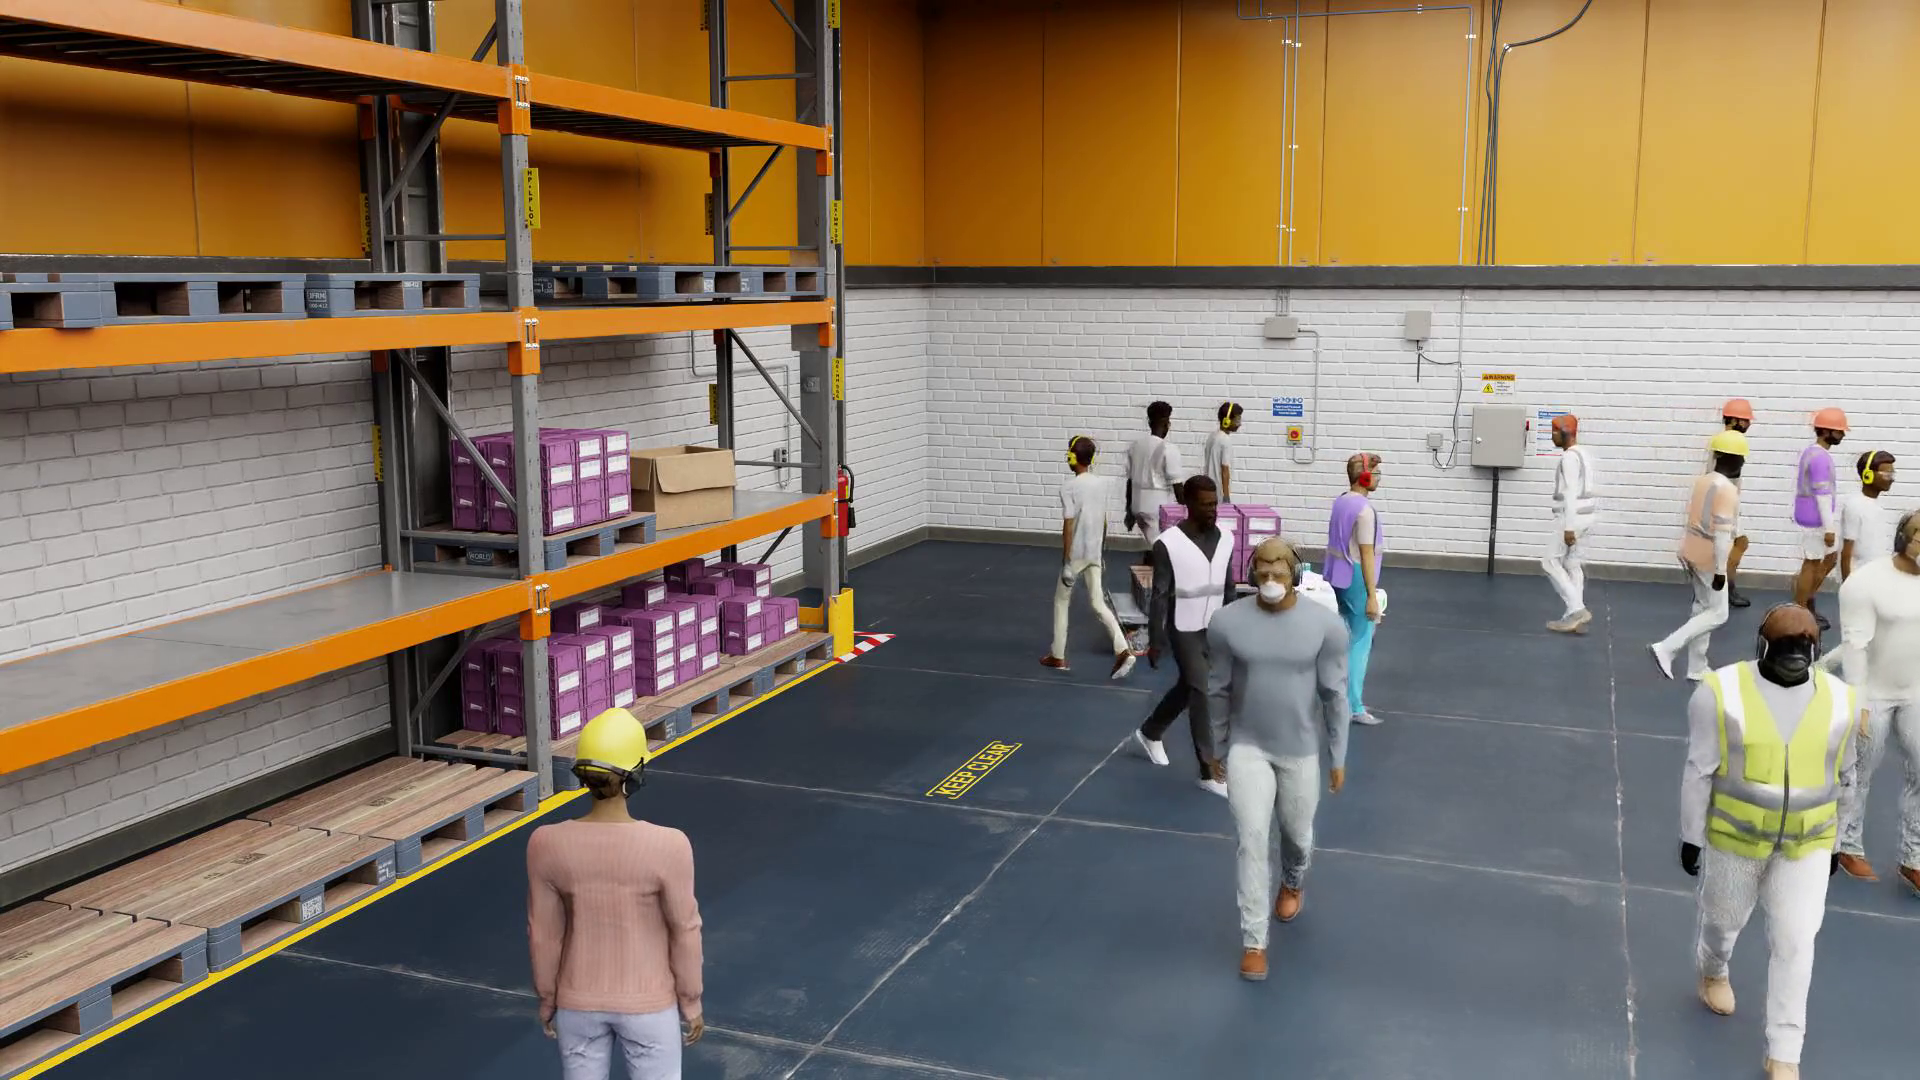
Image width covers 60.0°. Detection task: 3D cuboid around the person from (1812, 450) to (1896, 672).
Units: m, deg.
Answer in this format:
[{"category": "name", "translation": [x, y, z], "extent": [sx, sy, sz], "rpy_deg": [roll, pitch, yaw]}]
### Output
[{"category": "person", "translation": [6.132, 0.306, 11.360], "extent": [0.539, 1.860, 0.505], "rpy_deg": [-8, 12, -40]}]

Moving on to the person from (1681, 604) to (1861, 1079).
[{"category": "person", "translation": [3.114, 1.117, 6.450], "extent": [0.628, 1.814, 0.904], "rpy_deg": [2, 9, 15]}]

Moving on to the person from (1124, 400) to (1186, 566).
[{"category": "person", "translation": [1.772, -0.255, 14.635], "extent": [0.697, 1.928, 0.639], "rpy_deg": [-4, 10, -26]}]

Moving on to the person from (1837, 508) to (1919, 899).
[{"category": "person", "translation": [4.593, 0.797, 8.106], "extent": [0.640, 1.908, 0.764], "rpy_deg": [0, 9, 2]}]

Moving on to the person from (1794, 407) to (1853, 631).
[{"category": "person", "translation": [7.346, -0.169, 14.142], "extent": [0.457, 1.922, 0.585], "rpy_deg": [4, 10, 22]}]

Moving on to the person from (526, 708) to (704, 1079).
[{"category": "person", "translation": [-1.015, 1.372, 4.961], "extent": [0.523, 1.769, 0.322], "rpy_deg": [1, 9, 7]}]

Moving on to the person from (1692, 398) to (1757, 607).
[{"category": "person", "translation": [7.056, -0.332, 15.173], "extent": [0.647, 1.915, 0.558], "rpy_deg": [4, 10, 25]}]

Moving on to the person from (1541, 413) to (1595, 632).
[{"category": "person", "translation": [5.176, -0.139, 14.143], "extent": [0.413, 1.862, 0.614], "rpy_deg": [6, 11, 34]}]

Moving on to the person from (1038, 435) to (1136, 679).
[{"category": "person", "translation": [0.974, 0.127, 12.591], "extent": [0.531, 1.831, 0.901], "rpy_deg": [-7, 11, -38]}]

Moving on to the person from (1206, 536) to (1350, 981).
[{"category": "person", "translation": [1.413, 0.909, 7.443], "extent": [0.637, 1.909, 0.916], "rpy_deg": [2, 9, 15]}]

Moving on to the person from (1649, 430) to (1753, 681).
[{"category": "person", "translation": [5.467, 0.137, 12.266], "extent": [0.625, 1.912, 0.602], "rpy_deg": [1, 9, 5]}]

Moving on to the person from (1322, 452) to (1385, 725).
[{"category": "person", "translation": [2.673, 0.324, 11.294], "extent": [0.384, 1.846, 0.571], "rpy_deg": [-1, 9, -7]}]

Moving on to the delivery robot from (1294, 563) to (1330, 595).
[{"category": "delivery robot", "translation": [2.954, 0.441, 14.304], "extent": [0.707, 0.478, 0.477], "rpy_deg": [-2, 9, -14]}]

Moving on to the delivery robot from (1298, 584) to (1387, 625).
[{"category": "delivery robot", "translation": [3.175, 0.520, 13.811], "extent": [0.707, 0.478, 0.477], "rpy_deg": [1, 9, 8]}]

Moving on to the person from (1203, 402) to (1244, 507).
[{"category": "person", "translation": [2.506, -0.399, 15.864], "extent": [0.699, 1.831, 0.701], "rpy_deg": [-3, 9, -16]}]

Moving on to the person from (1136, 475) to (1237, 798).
[{"category": "person", "translation": [1.361, 0.525, 9.954], "extent": [0.600, 1.881, 0.974], "rpy_deg": [-7, 11, -36]}]
